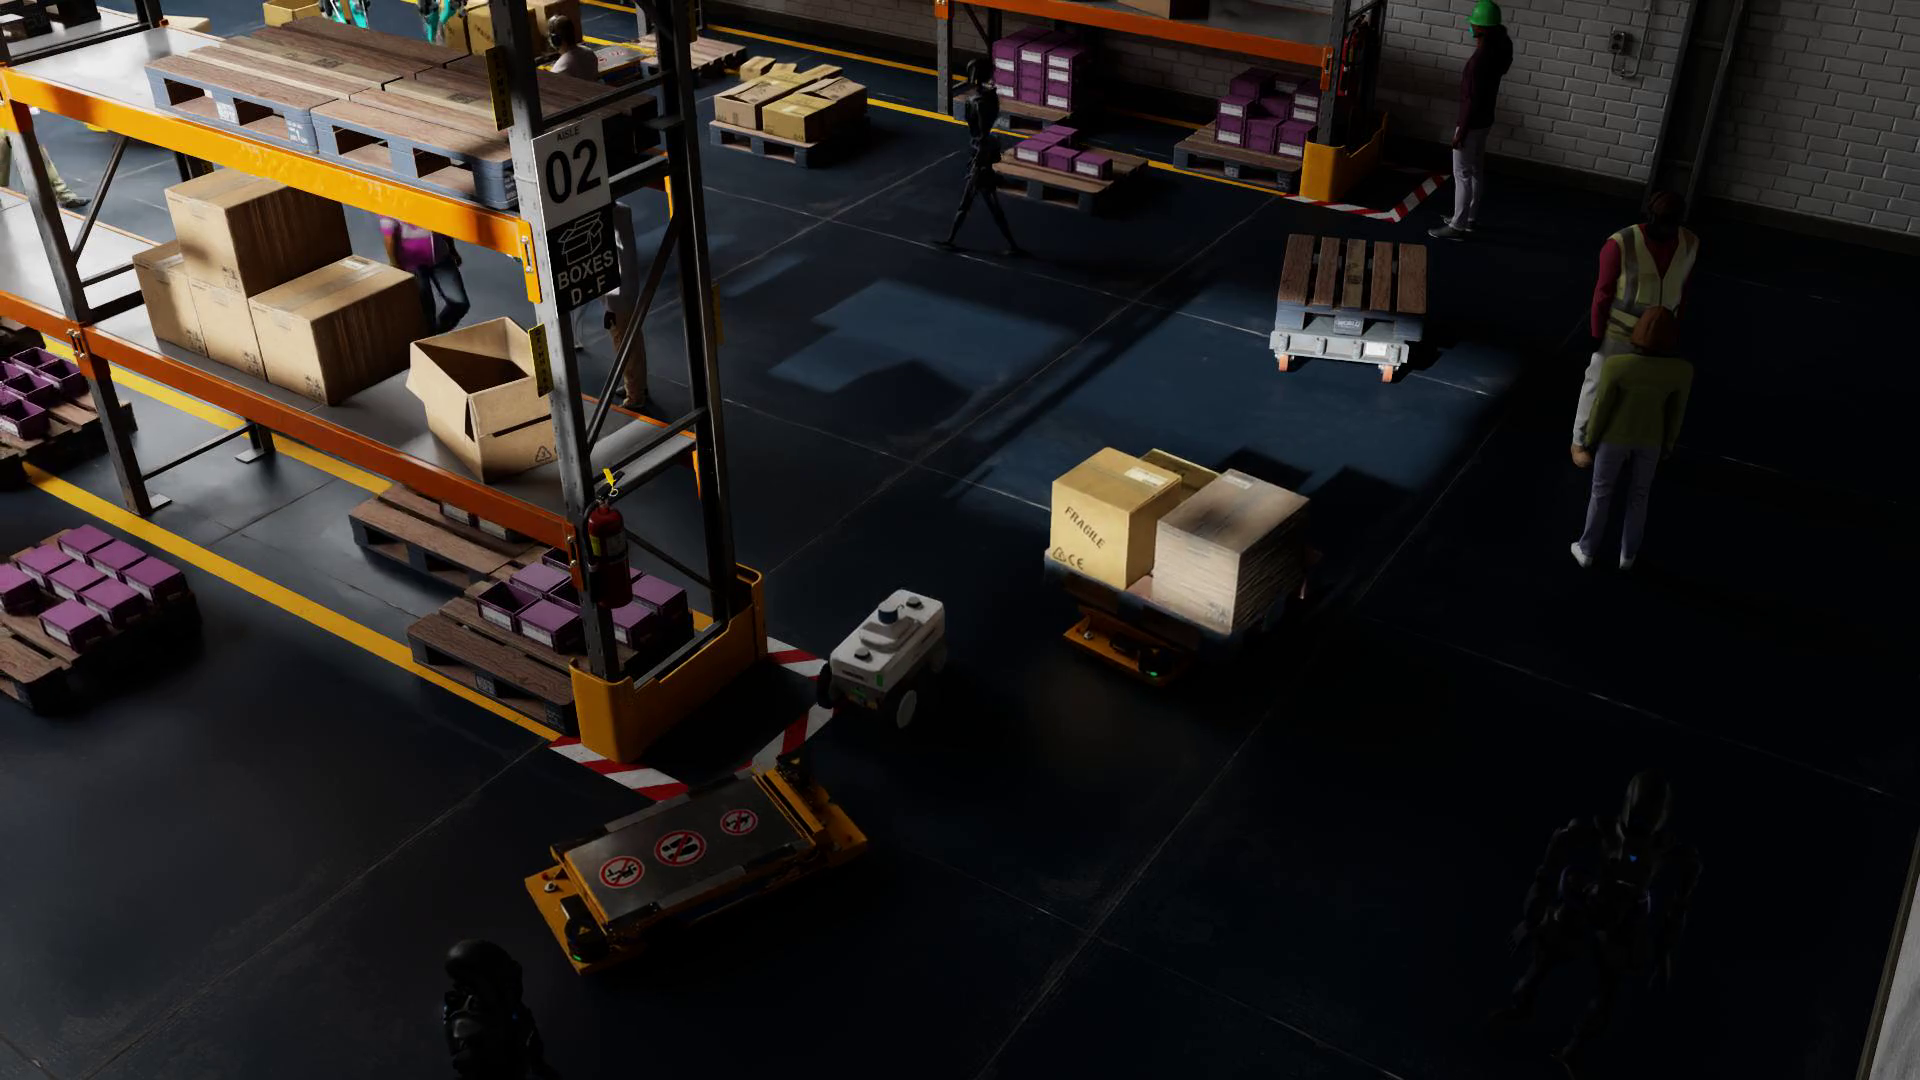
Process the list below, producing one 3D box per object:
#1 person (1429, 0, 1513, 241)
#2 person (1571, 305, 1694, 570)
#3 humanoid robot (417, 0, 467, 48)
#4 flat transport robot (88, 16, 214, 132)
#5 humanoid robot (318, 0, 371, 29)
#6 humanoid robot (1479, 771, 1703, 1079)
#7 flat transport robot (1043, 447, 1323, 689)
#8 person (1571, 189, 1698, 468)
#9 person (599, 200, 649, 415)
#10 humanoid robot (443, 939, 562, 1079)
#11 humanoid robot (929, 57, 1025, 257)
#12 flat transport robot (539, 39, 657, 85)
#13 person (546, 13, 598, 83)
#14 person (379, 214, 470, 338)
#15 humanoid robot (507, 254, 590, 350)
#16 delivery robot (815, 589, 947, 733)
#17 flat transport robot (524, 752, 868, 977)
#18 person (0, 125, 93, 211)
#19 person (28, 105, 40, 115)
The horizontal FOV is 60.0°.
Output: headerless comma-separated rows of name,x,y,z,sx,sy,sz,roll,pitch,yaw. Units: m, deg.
person,4.194,-3.409,13.574,0.428,1.948,0.497,23,39,31
person,3.823,-0.569,9.494,0.504,1.631,0.276,5,33,8
humanoid robot,-5.363,-5.515,17.005,0.540,1.770,0.818,-22,39,-30
flat transport robot,-7.683,-4.136,16.230,1.431,0.231,0.659,7,34,10
humanoid robot,-6.127,-5.322,16.747,0.542,1.840,0.692,-20,38,-28
humanoid robot,2.427,1.455,6.353,0.610,1.646,0.466,9,34,14
flat transport robot,1.269,0.320,9.381,0.659,0.231,1.431,25,40,33
person,4.250,-1.319,10.459,0.620,1.845,0.431,-4,33,-6
person,-2.299,-1.651,11.057,0.335,1.742,0.560,-1,33,-1
humanoid robot,-1.520,1.950,5.582,0.366,1.646,0.613,3,33,4
humanoid robot,0.156,-3.025,13.283,0.795,1.629,0.599,-2,33,-3
flat transport robot,-3.752,-4.960,17.496,0.659,0.231,1.431,24,40,32
person,-3.052,-3.236,13.323,0.371,1.934,0.627,7,34,10
person,-3.661,-1.930,11.398,0.415,1.833,0.552,26,41,34
humanoid robot,-2.939,-2.066,11.814,0.557,1.879,0.766,-24,40,-32
delivery robot,-0.374,0.588,8.695,0.499,0.581,0.777,17,37,24
flat transport robot,-1.203,1.457,7.633,1.431,0.231,0.659,-20,38,-27
person,-7.924,-3.511,13.946,0.850,1.704,0.603,0,33,-1
person,-9.208,-4.977,16.283,0.337,1.618,0.554,26,41,34
